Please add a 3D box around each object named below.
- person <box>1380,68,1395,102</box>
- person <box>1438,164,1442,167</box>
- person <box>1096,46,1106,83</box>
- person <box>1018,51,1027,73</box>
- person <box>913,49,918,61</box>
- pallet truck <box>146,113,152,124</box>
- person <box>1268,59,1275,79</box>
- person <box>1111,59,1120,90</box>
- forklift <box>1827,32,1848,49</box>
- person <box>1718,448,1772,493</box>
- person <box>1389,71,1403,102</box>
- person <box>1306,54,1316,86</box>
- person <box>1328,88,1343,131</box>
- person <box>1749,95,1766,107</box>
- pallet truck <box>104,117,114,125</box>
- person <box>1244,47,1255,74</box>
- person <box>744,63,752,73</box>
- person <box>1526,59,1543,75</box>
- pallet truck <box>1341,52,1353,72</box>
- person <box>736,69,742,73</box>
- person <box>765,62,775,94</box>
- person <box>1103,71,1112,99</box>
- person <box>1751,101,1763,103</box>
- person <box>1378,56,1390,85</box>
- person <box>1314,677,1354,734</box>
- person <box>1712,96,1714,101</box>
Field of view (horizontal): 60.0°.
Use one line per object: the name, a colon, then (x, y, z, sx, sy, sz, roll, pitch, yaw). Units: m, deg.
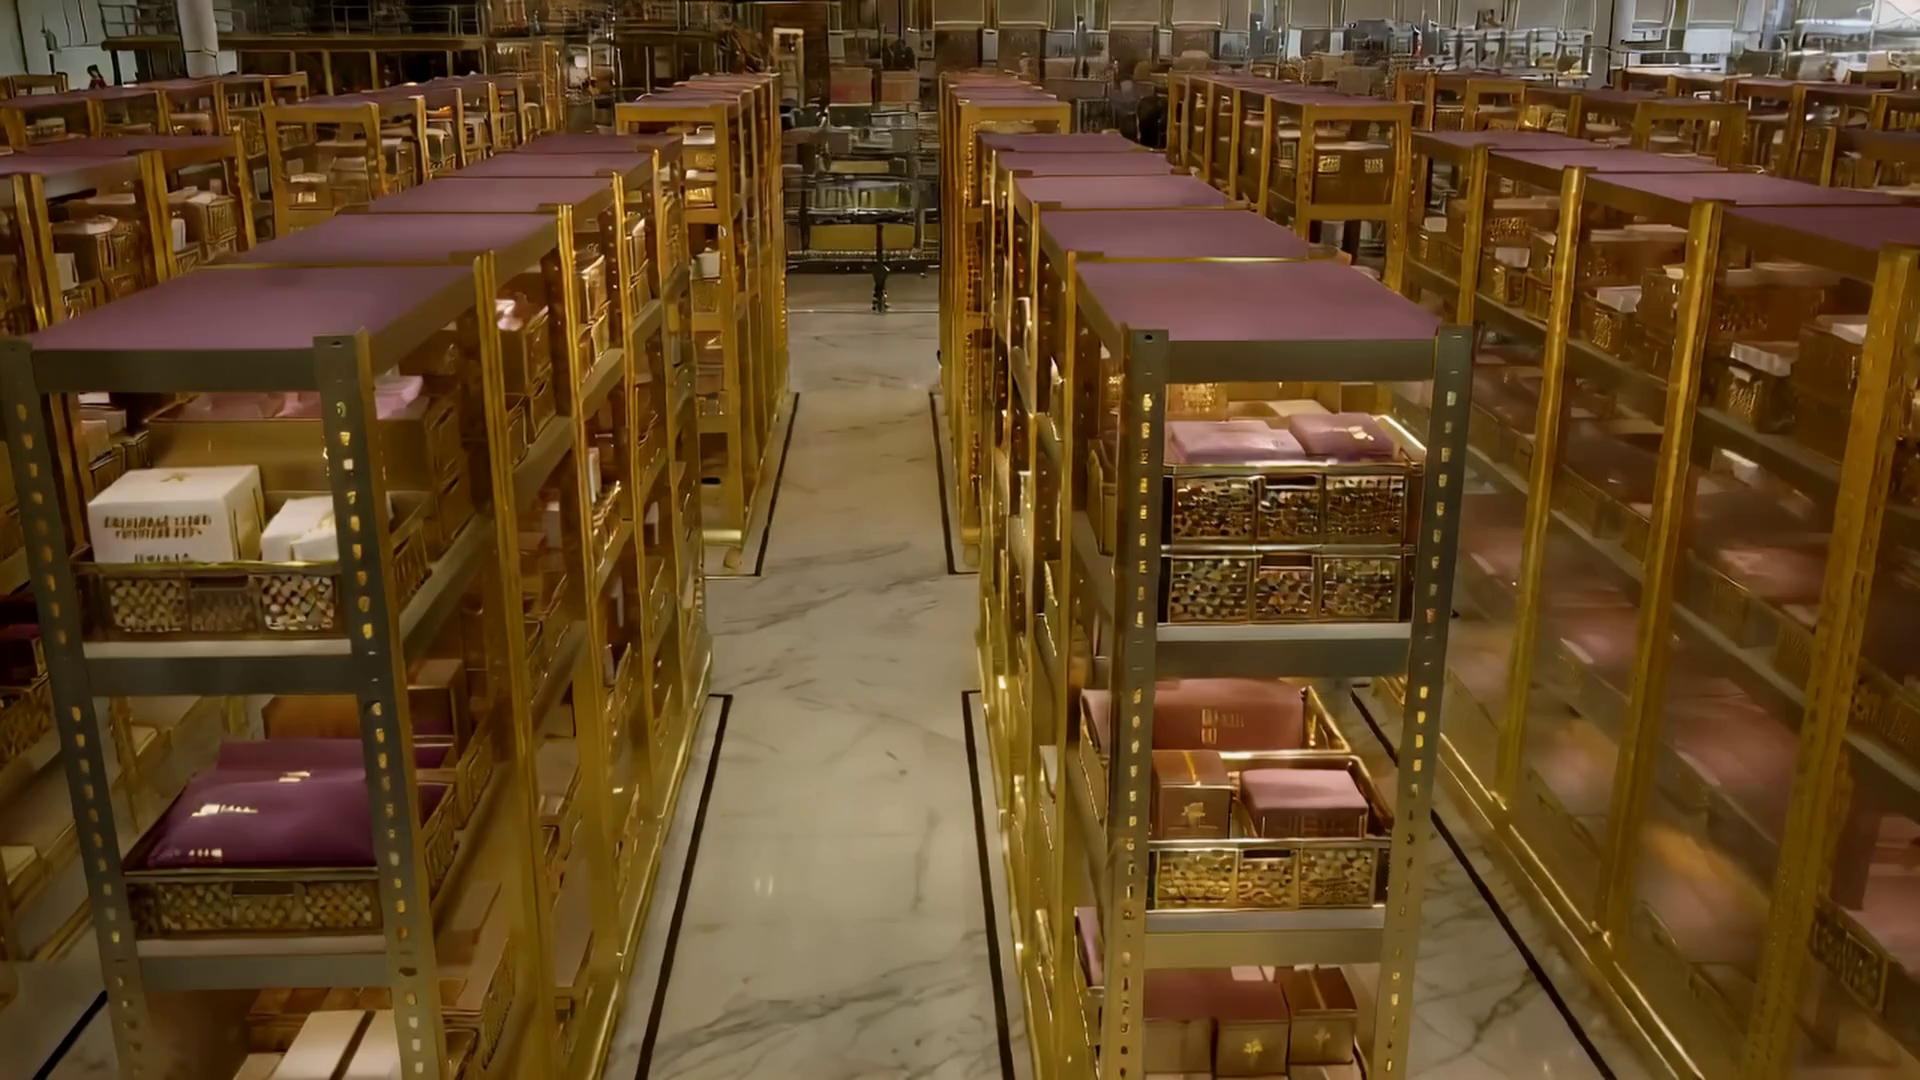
person: (16.466, -17.256, 64.263, 0.952, 1.872, 0.613, 13, 22, 35)
person: (12.861, -10.579, 44.044, 0.536, 1.594, 0.569, -14, 23, -37)
person: (7.843, -26.419, 92.463, 0.631, 1.982, 0.492, 14, 23, 37)
person: (3.212, -24.050, 85.216, 0.558, 1.926, 0.630, -13, 22, -35)
person: (-2.547, -26.519, 93.009, 0.445, 1.831, 0.650, 7, 19, 20)
pallet truck: (-18.087, -8.309, 36.390, 1.885, 1.965, 0.823, -1, 18, -4)
person: (15.030, -22.354, 80.343, 0.320, 1.698, 0.537, 7, 19, 21)
person: (7.121, -21.040, 76.024, 0.399, 1.851, 0.549, -11, 21, -30)
forklift: (46.026, -25.320, 87.616, 1.129, 2.768, 1.873, -1, 18, -2)
person: (5.224, -0.035, 11.103, 0.766, 1.796, 0.618, 0, 18, -1)
person: (16.393, -16.698, 62.589, 0.528, 1.851, 0.698, 13, 22, 35)
person: (17.874, -23.709, 84.351, 0.828, 1.809, 0.636, 11, 21, 30)
person: (11.605, -13.067, 51.455, 0.588, 1.799, 0.918, 0, 18, 0)
person: (28.249, -15.562, 59.043, 0.631, 1.866, 0.614, -3, 18, -10)
pallet truck: (-18.367, -7.885, 35.078, 1.885, 1.965, 0.823, 1, 18, 2)
person: (16.413, -26.978, 94.318, 0.605, 1.897, 0.455, 4, 18, 11)
person: (-10.770, -23.668, 84.325, 0.487, 1.744, 0.312, 16, 24, 40)
person: (24.064, -19.138, 69.830, 0.689, 2.000, 0.539, 5, 19, 15)
pallet truck: (18.794, -23.123, 82.231, 0.823, 1.965, 1.885, -13, 22, -35)
person: (-8.635, -17.736, 65.863, 0.866, 1.818, 0.518, -13, 22, -35)
person: (-7.812, -18.806, 68.969, 0.666, 1.942, 0.375, 1, 18, 2)
person: (5.369, -16.240, 61.104, 0.828, 1.897, 0.596, 1, 18, 3)
person: (28.384, -15.545, 59.409, 0.805, 1.595, 0.523, -15, 23, -39)
person: (19.913, -21.789, 78.297, 1.032, 1.898, 0.646, -9, 20, -26)
person: (1.702, 0.816, 8.414, 0.605, 1.827, 0.549, -3, 18, -9)
person: (25.237, -14.577, 56.286, 0.611, 1.678, 0.539, 2, 18, 7)
